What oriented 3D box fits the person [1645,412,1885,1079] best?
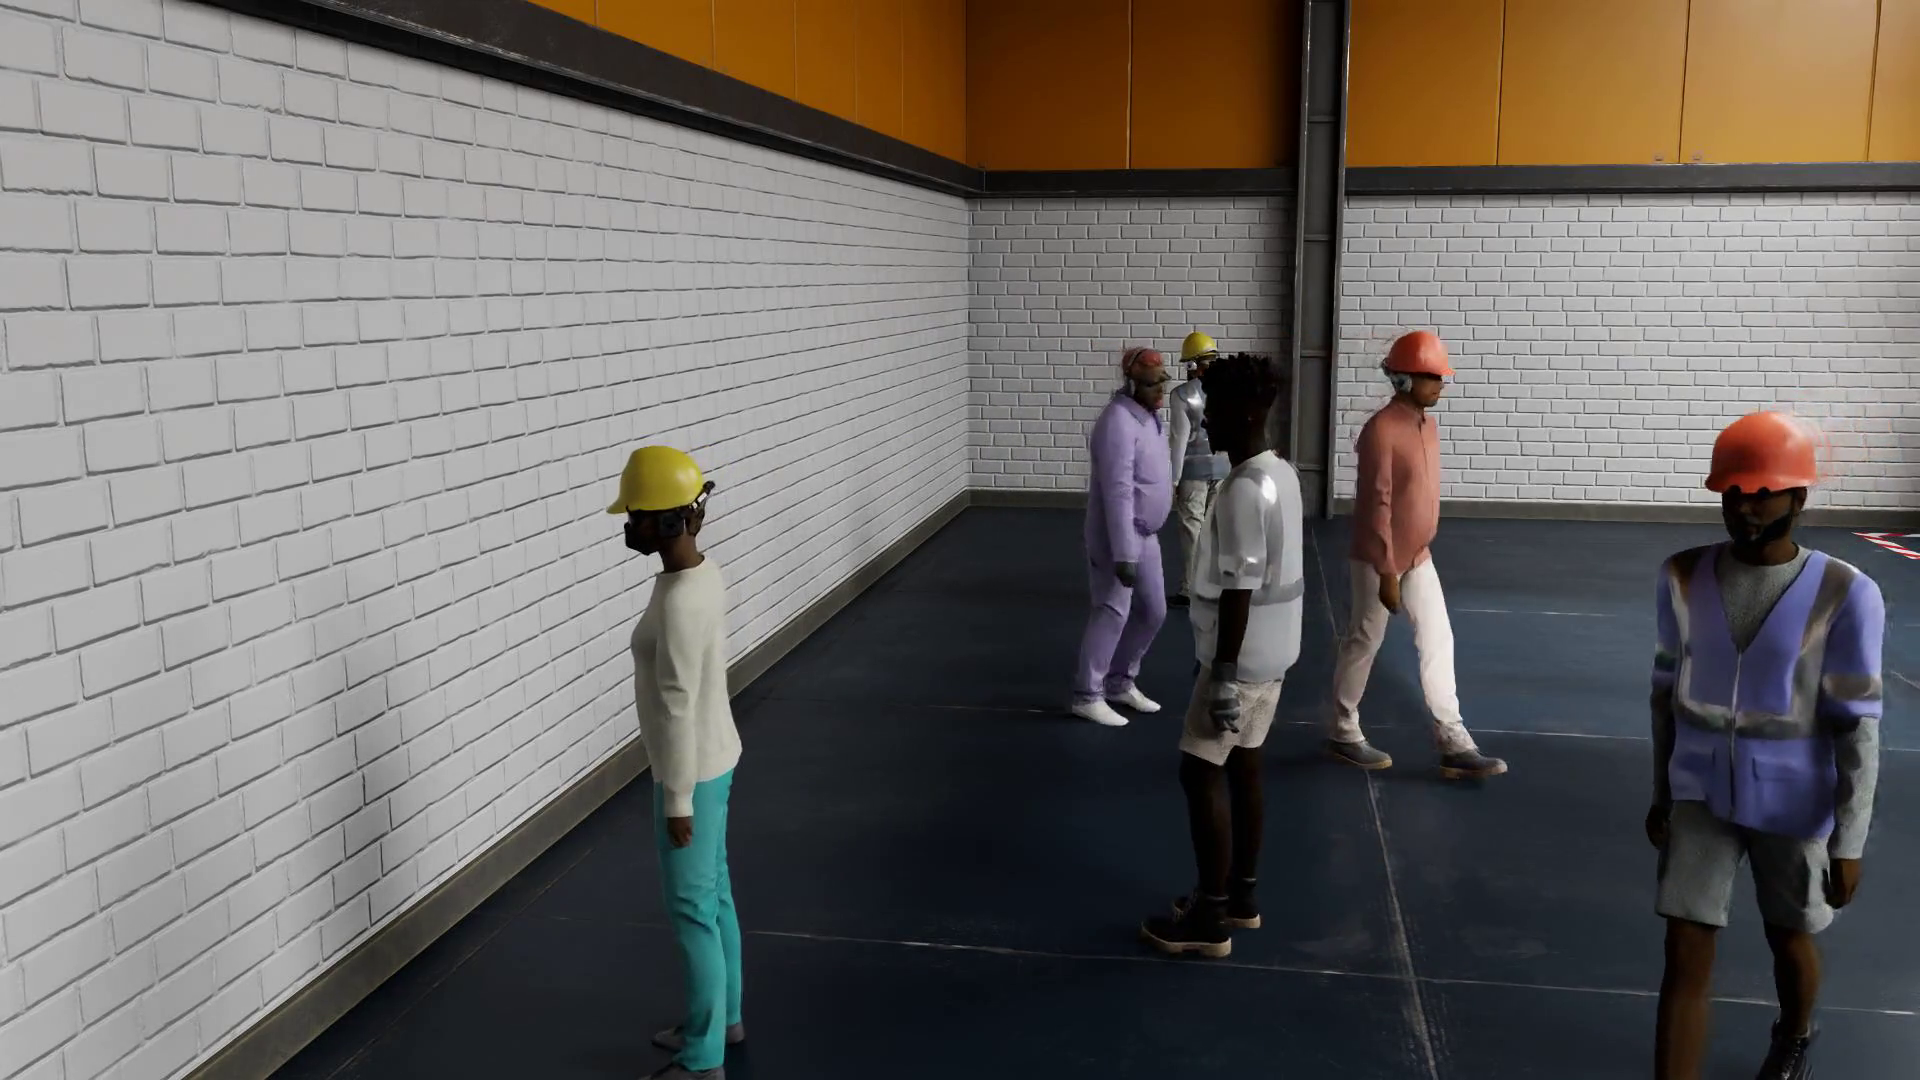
[{"bbox_3d":[1.958,0.623,4.109,0.558,1.890,0.977,8,12,42],"label":"person"}]

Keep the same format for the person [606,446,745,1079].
[{"bbox_3d":[-0.762,0.622,4.508,0.334,1.764,0.539,0,9,-1],"label":"person"}]

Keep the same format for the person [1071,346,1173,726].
[{"bbox_3d":[0.776,-0.004,8.052,0.536,1.867,0.664,4,10,25],"label":"person"}]

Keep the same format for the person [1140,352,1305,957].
[{"bbox_3d":[0.890,0.365,5.476,0.449,1.961,0.626,4,10,25],"label":"person"}]

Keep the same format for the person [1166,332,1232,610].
[{"bbox_3d":[1.578,-0.449,10.940,0.586,1.825,0.403,-6,11,-33],"label":"person"}]

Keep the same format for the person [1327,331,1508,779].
[{"bbox_3d":[1.992,0.089,7.185,0.933,1.951,0.649,9,13,43],"label":"person"}]
